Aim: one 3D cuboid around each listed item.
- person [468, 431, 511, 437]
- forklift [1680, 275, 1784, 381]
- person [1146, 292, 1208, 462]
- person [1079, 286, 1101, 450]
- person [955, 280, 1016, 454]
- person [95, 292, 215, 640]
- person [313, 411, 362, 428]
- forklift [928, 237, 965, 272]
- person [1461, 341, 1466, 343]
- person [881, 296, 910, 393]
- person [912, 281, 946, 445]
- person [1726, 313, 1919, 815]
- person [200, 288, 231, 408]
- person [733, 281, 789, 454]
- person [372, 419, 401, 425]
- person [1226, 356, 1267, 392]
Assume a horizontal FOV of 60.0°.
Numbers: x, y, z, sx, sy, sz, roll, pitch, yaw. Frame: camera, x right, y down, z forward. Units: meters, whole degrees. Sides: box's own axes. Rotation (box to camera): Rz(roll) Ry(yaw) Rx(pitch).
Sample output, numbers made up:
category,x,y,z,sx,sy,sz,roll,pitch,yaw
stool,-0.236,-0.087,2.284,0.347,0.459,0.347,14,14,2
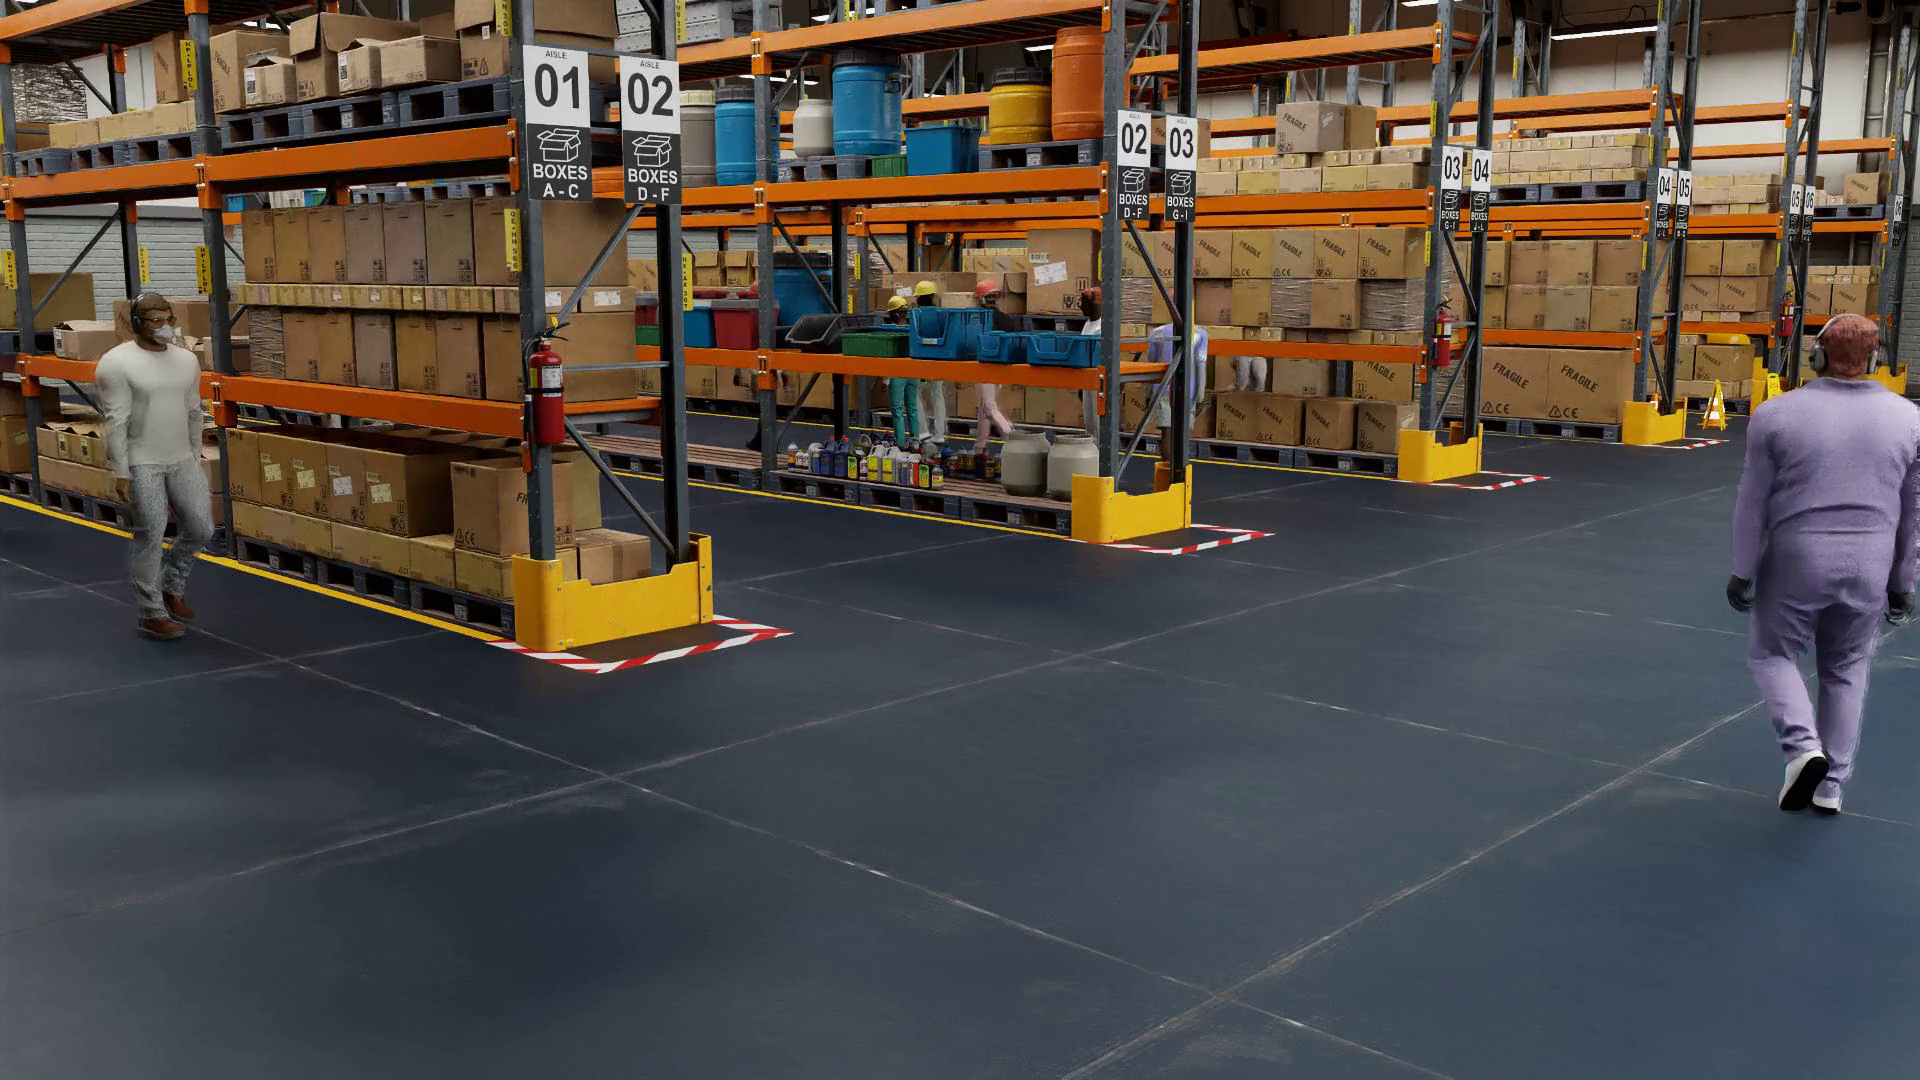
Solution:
category,x,y,z,sx,sy,sz,roll,pitch,yaw
person,-3.962,-1.119,13.912,0.587,1.821,0.404,-8,12,-41
forklift,12.480,-3.427,27.053,1.214,2.155,2.313,9,13,43
person,1.955,-1.325,15.076,0.564,1.876,1.036,2,9,10
person,1.278,-1.456,15.784,0.355,1.886,0.572,-3,10,-19
person,0.367,-1.754,17.452,0.638,1.947,1.008,-8,12,-40
person,-4.432,-0.403,9.230,0.434,1.925,0.635,6,11,31
person,-5.632,-1.328,15.287,0.598,1.787,0.914,-7,11,-35
forklift,-0.326,-5.817,39.609,1.129,2.768,1.873,9,13,43
person,8.406,-3.525,28.592,0.570,1.848,0.381,-3,10,-20
person,-0.642,-1.730,17.843,0.316,1.765,0.523,8,12,40
person,-0.389,-2.069,19.456,0.569,1.905,0.609,7,12,37
person,3.213,0.112,6.157,0.660,1.889,0.539,2,9,12
person,-10.763,-2.801,24.312,0.925,1.790,0.642,-9,13,-44
person,-2.229,-1.872,18.264,0.566,1.900,0.890,-8,12,-40
person,-5.971,-1.691,17.306,0.368,1.863,0.541,5,11,28
person,3.608,-2.333,21.107,0.631,1.917,0.801,-5,11,-30
